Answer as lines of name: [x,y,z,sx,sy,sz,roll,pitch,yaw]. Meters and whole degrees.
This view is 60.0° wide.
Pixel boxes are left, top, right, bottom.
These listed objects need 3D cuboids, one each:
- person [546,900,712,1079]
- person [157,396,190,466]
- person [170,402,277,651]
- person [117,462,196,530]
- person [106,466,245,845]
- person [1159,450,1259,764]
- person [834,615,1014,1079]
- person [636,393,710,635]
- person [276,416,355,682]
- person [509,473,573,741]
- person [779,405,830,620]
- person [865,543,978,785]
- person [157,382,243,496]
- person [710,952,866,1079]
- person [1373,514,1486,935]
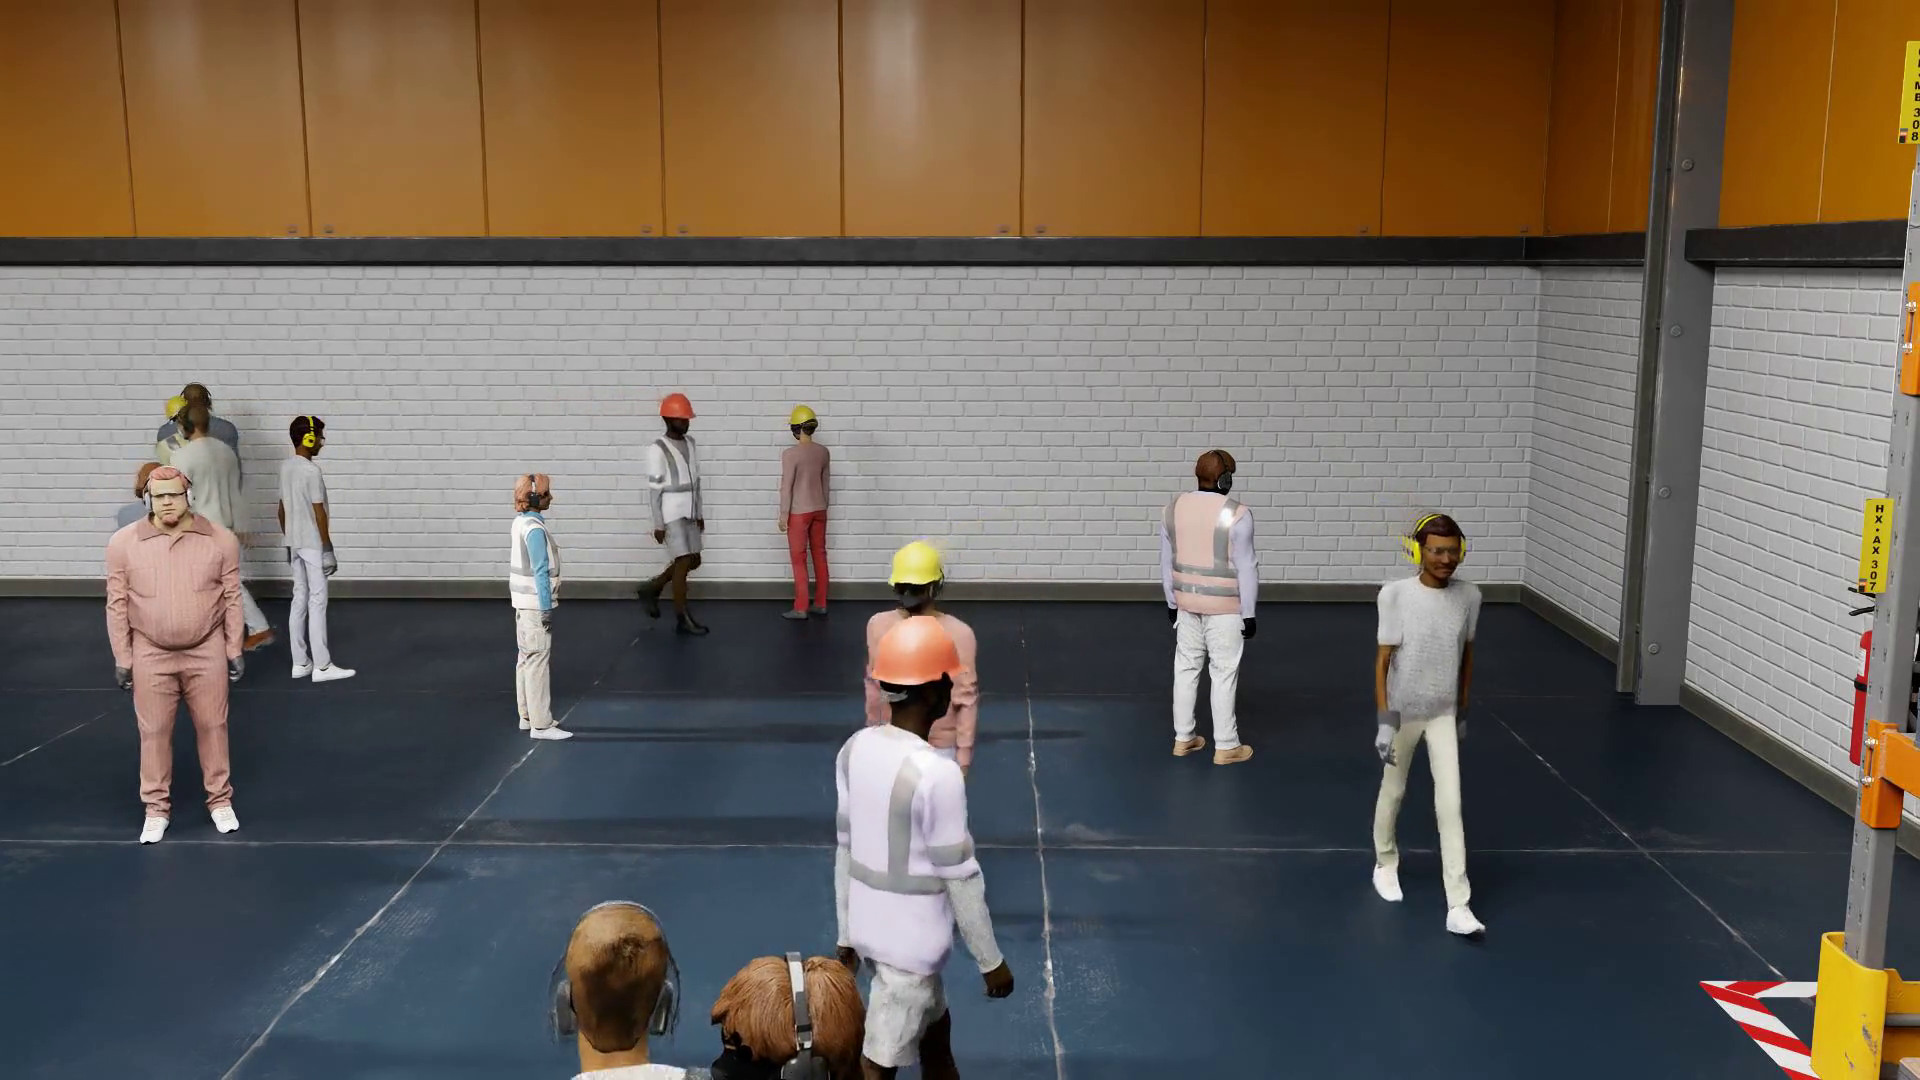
person: [-0.594,1.530,2.973,0.513,1.816,0.616,-3,10,-15]
person: [-6.389,-0.279,13.796,0.403,1.824,0.586,5,11,29]
person: [-5.616,-0.090,12.499,1.021,1.897,0.620,1,10,7]
person: [-5.401,0.266,11.251,0.507,1.584,0.881,-4,10,-21]
person: [-3.959,0.573,8.442,0.640,1.909,0.409,-5,11,-26]
person: [1.478,0.387,9.748,0.633,1.842,0.429,8,13,41]
person: [-0.132,1.166,4.953,1.010,1.892,0.544,-6,11,-31]
person: [-2.285,-0.212,13.117,0.652,1.915,0.554,4,10,24]
person: [-4.549,0.059,11.651,0.518,1.865,0.329,7,12,36]
person: [-2.605,0.409,10.224,0.309,1.641,0.511,-5,11,-27]
person: [-1.280,-0.227,13.689,0.328,1.761,0.527,8,12,40]
person: [-0.204,0.882,7.043,0.553,1.740,0.685,4,10,21]
person: [-6.291,-0.341,13.839,0.628,1.935,0.373,-3,10,-16]
person: [-0.249,1.557,2.743,0.428,1.842,0.631,-3,10,-19]
person: [2.058,0.800,7.330,0.537,1.827,0.964,-1,10,-4]
